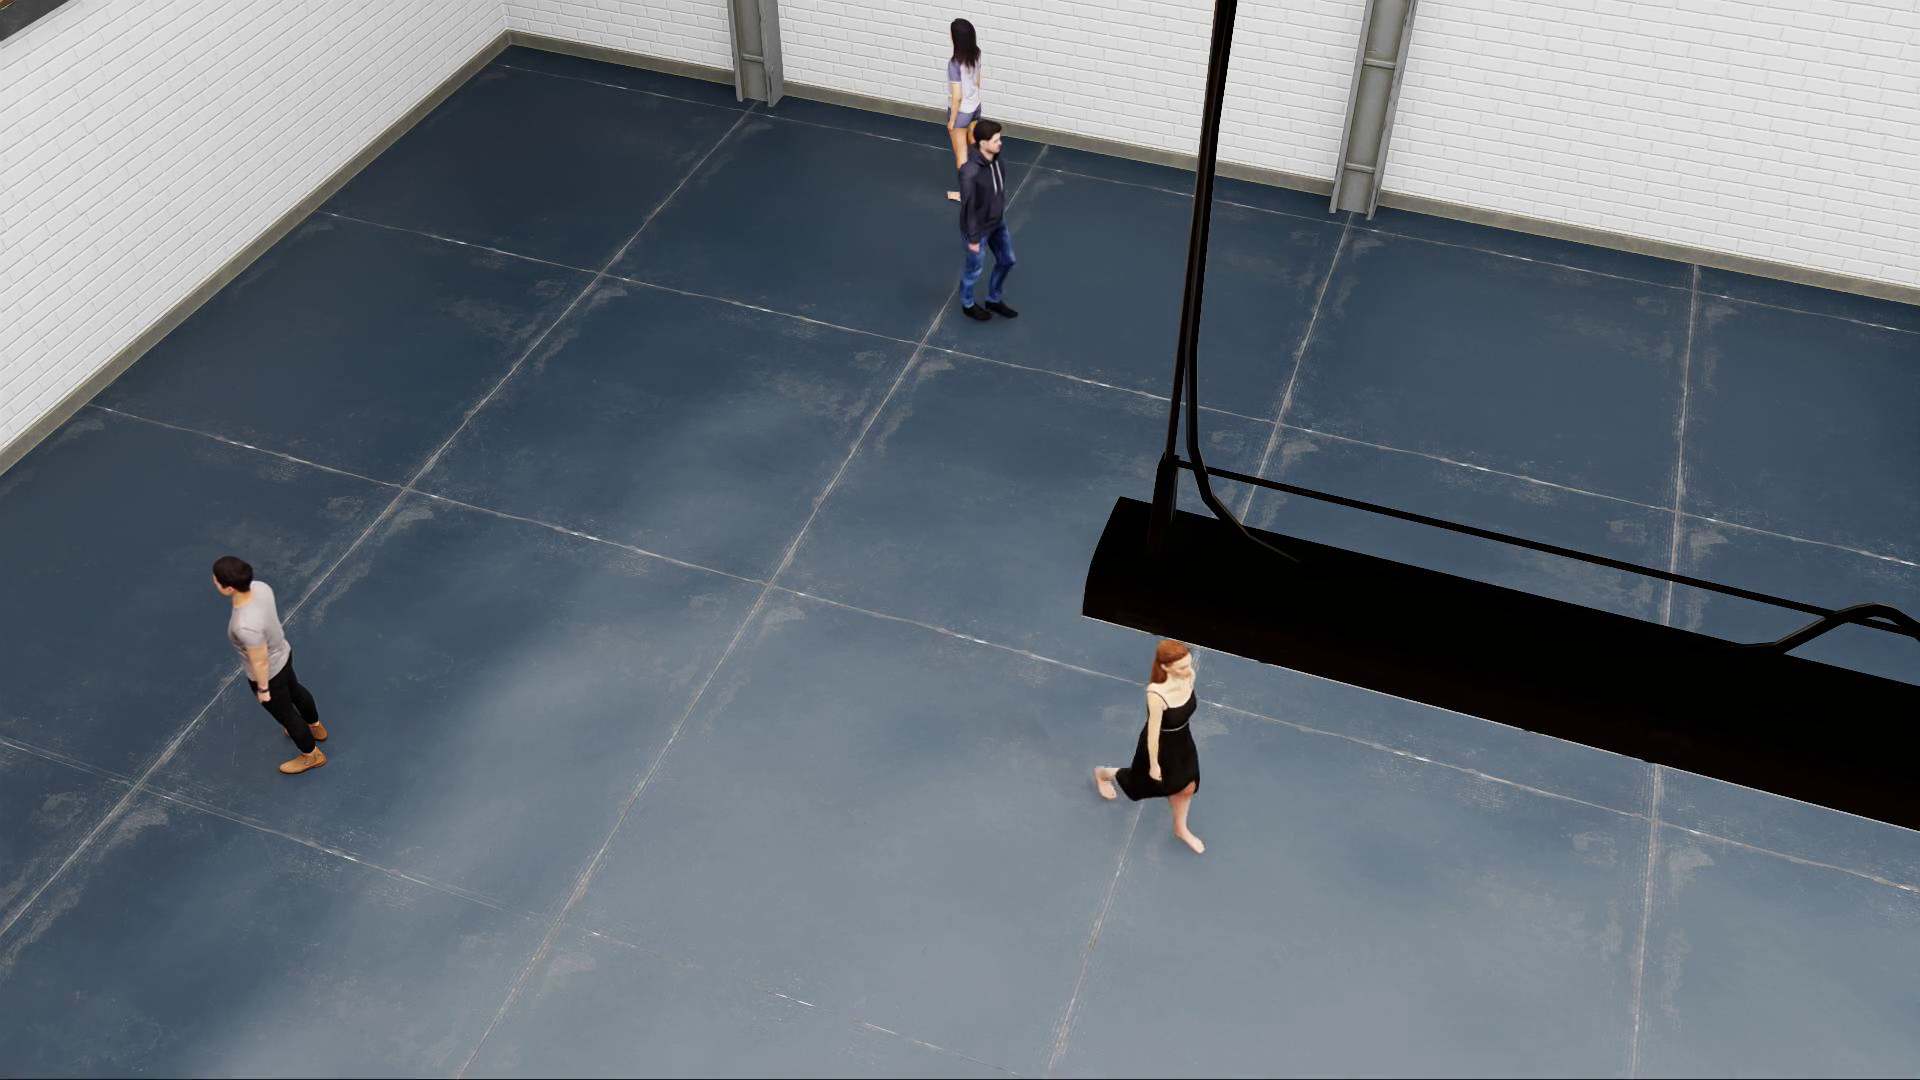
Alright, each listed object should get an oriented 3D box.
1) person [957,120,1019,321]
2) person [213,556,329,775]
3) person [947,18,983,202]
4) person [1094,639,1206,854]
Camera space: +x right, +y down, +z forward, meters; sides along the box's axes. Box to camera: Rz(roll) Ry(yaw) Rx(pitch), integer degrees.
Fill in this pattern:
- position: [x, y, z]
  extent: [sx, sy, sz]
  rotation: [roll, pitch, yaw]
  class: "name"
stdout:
- position: [0.104, -2.587, 13.460]
  extent: [0.782, 1.873, 0.782]
  rotation: [24, 49, 23]
  class: "person"
- position: [-4.184, 0.743, 10.074]
  extent: [0.676, 1.722, 0.684]
  rotation: [-5, 44, -5]
  class: "person"
- position: [0.037, -3.849, 14.888]
  extent: [0.563, 1.731, 0.627]
  rotation: [24, 49, 23]
  class: "person"
- position: [1.126, 1.148, 9.742]
  extent: [0.893, 1.595, 1.108]
  rotation: [-31, 51, -28]
  class: "person"
